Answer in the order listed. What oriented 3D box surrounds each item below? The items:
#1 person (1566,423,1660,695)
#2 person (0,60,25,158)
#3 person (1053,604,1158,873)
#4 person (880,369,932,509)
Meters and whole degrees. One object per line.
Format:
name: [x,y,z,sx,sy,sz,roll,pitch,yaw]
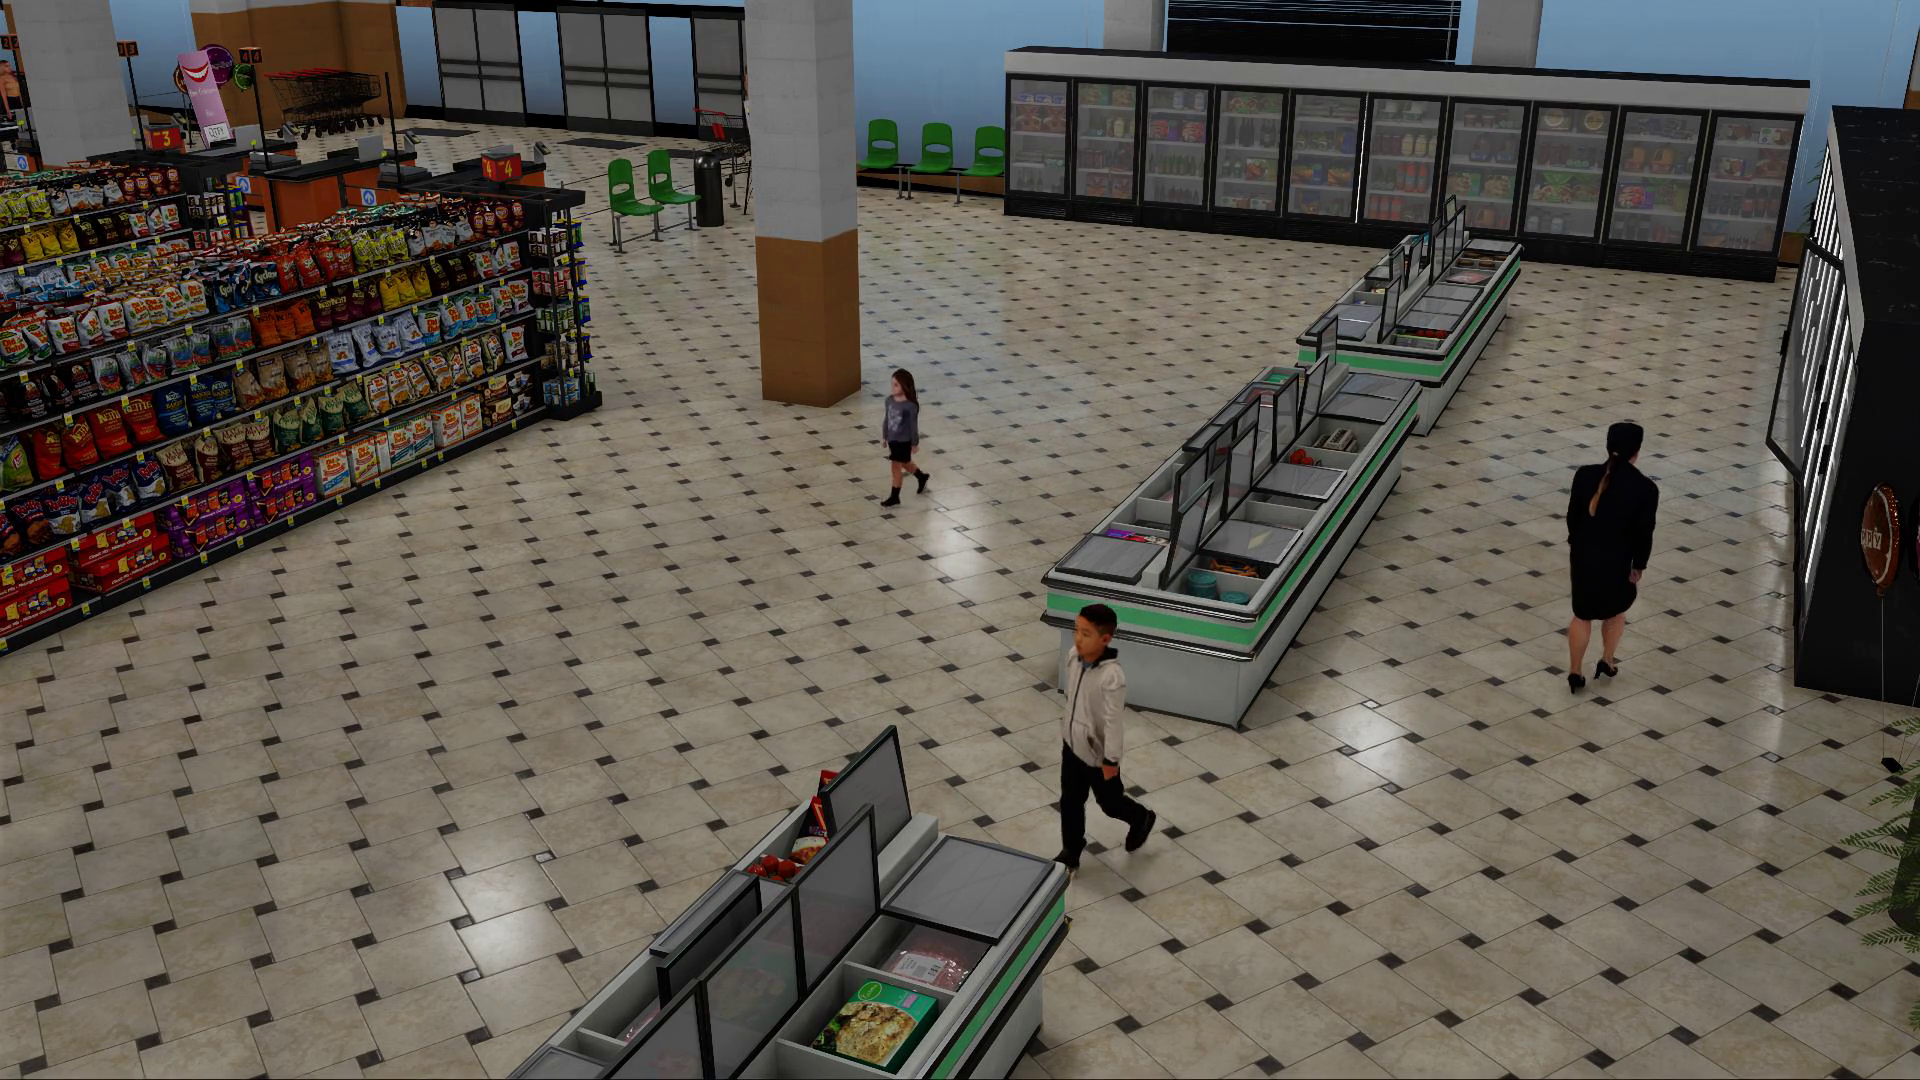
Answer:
person: [3.767,0.149,9.830,0.770,1.659,0.778,16,27,34]
person: [-16.485,-7.514,28.941,0.667,1.629,0.519,5,22,12]
person: [0.702,0.977,8.068,0.994,1.435,0.852,-15,26,-32]
person: [-0.421,-0.811,12.985,0.830,1.087,0.653,-18,28,-38]
